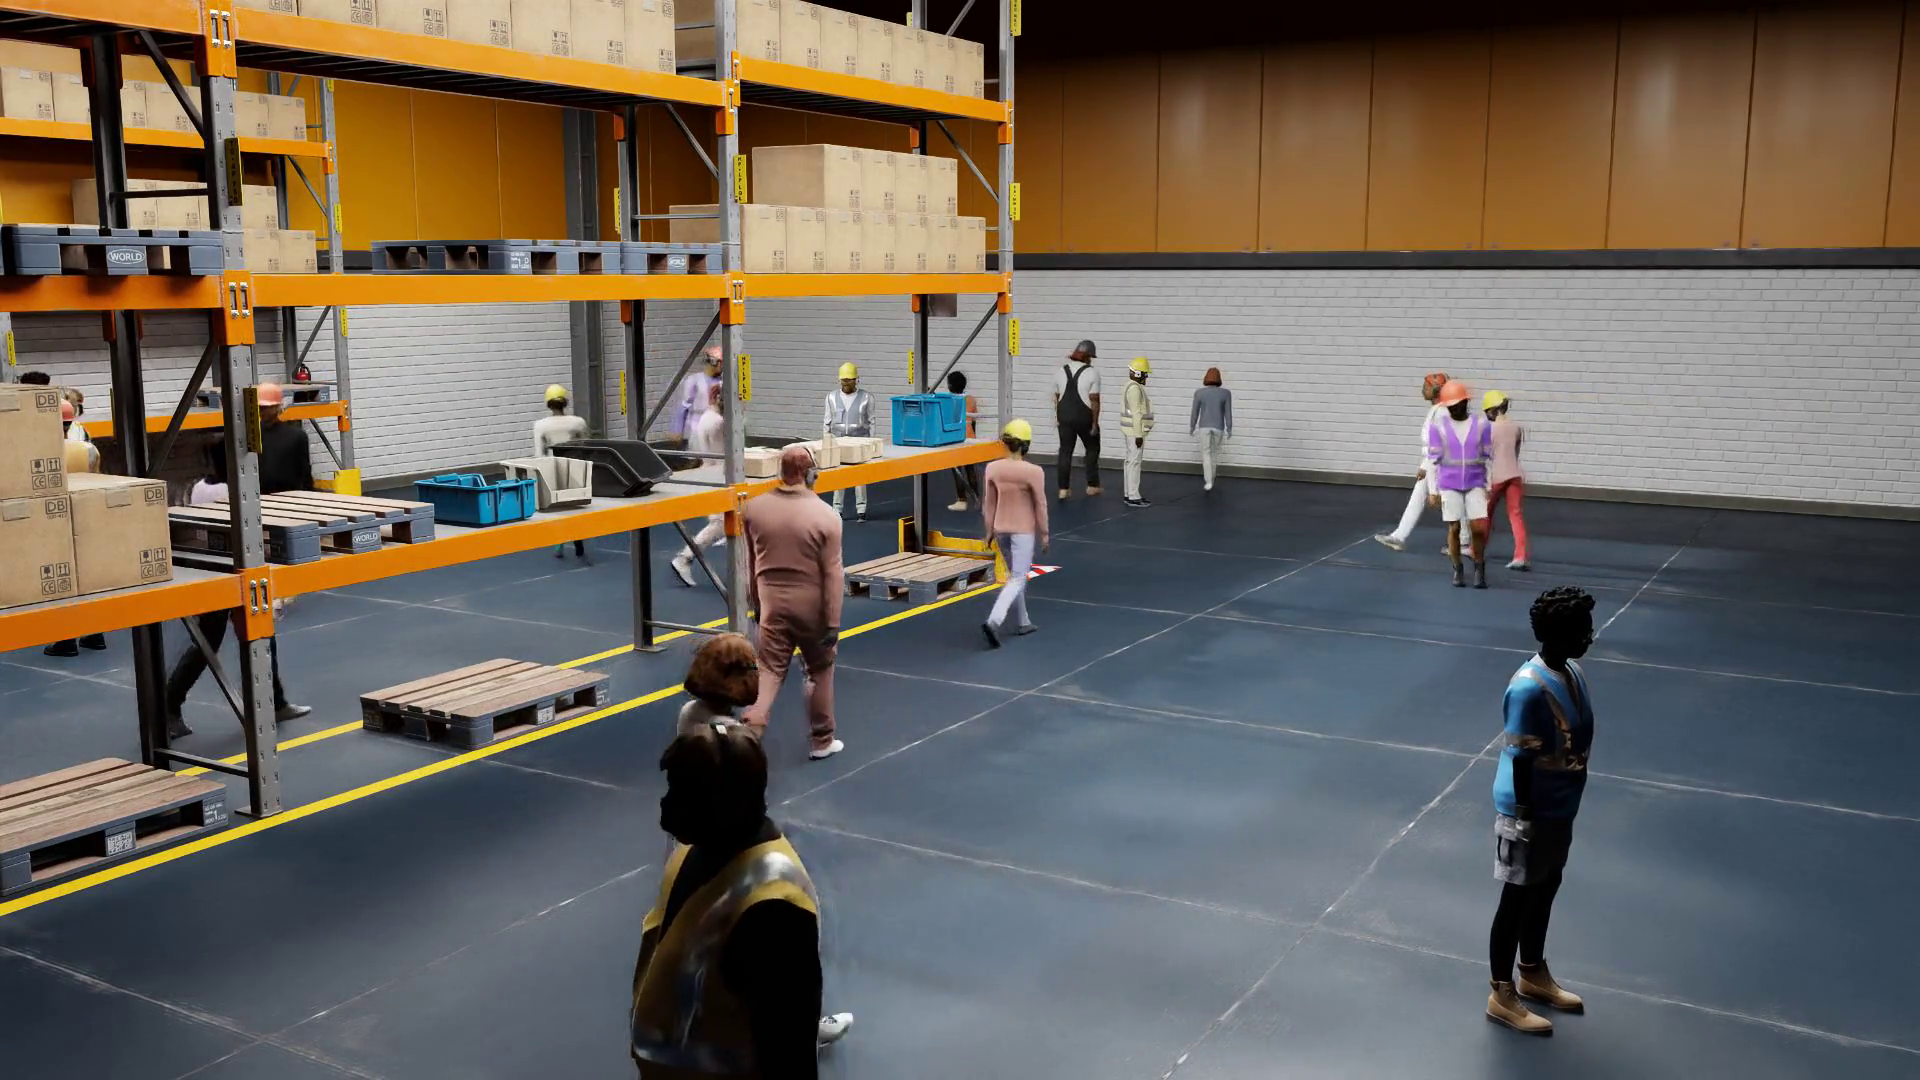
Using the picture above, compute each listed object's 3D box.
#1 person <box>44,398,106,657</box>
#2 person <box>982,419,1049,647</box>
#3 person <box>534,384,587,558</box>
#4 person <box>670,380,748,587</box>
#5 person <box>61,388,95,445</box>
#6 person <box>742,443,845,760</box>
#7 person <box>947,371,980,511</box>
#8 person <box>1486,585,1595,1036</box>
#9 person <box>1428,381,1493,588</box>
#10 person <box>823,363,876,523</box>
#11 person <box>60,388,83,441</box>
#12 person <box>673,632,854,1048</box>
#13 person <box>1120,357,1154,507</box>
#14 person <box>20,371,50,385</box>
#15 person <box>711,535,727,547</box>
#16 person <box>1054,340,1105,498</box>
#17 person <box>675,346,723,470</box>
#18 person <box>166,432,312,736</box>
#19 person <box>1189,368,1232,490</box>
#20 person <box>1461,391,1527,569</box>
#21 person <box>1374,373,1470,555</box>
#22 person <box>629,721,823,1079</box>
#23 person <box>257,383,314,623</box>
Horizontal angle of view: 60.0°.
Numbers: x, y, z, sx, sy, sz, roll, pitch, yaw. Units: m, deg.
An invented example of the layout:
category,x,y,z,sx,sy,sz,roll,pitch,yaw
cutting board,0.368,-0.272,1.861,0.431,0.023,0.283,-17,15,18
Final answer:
category,x,y,z,sx,sy,sz,roll,pitch,yaw
person,-6.650,-0.103,12.372,0.347,1.943,0.545,4,10,25
person,0.399,-0.064,12.775,0.534,1.736,0.821,7,11,36
person,-3.931,-0.664,16.451,0.531,1.749,0.581,-3,10,-17
person,-2.206,-0.516,15.138,0.840,1.880,0.653,-1,9,-8
person,-8.215,-0.498,15.276,0.632,1.809,0.912,6,11,31
person,-0.953,0.389,9.472,0.643,1.883,0.829,3,10,19
person,0.022,-1.181,19.940,0.323,1.682,0.641,8,12,41
person,2.194,1.000,6.273,0.321,1.694,0.534,8,12,40
person,4.493,-0.490,14.953,0.589,1.886,0.552,2,9,10
person,-1.261,-1.103,18.954,0.603,1.830,0.404,1,9,5
person,-7.506,-0.308,13.798,0.642,1.905,0.891,6,11,33
person,-0.779,1.104,5.891,0.820,1.592,0.513,-7,11,-37
person,2.166,-1.325,20.358,0.404,1.827,0.586,0,9,-3
person,-8.836,-0.649,15.839,0.613,1.932,0.964,5,10,29
person,-2.503,-0.729,17.295,0.565,1.613,0.520,-6,11,-32
person,1.547,-1.567,21.199,0.712,2.000,0.825,6,11,34
person,-3.038,-1.271,19.522,0.792,1.989,0.478,-7,11,-37
person,-4.582,0.263,10.278,0.593,1.885,0.937,7,11,37
person,3.304,-1.473,21.992,0.530,1.587,0.686,0,9,-2
person,5.202,-0.579,16.080,0.530,1.696,0.907,-4,10,-22
person,4.740,-0.757,16.774,0.975,1.832,0.599,1,9,4
person,-0.551,1.312,3.901,0.438,1.828,0.629,-3,10,-19
person,-5.723,-0.344,13.874,0.625,1.957,1.008,-1,9,-3
